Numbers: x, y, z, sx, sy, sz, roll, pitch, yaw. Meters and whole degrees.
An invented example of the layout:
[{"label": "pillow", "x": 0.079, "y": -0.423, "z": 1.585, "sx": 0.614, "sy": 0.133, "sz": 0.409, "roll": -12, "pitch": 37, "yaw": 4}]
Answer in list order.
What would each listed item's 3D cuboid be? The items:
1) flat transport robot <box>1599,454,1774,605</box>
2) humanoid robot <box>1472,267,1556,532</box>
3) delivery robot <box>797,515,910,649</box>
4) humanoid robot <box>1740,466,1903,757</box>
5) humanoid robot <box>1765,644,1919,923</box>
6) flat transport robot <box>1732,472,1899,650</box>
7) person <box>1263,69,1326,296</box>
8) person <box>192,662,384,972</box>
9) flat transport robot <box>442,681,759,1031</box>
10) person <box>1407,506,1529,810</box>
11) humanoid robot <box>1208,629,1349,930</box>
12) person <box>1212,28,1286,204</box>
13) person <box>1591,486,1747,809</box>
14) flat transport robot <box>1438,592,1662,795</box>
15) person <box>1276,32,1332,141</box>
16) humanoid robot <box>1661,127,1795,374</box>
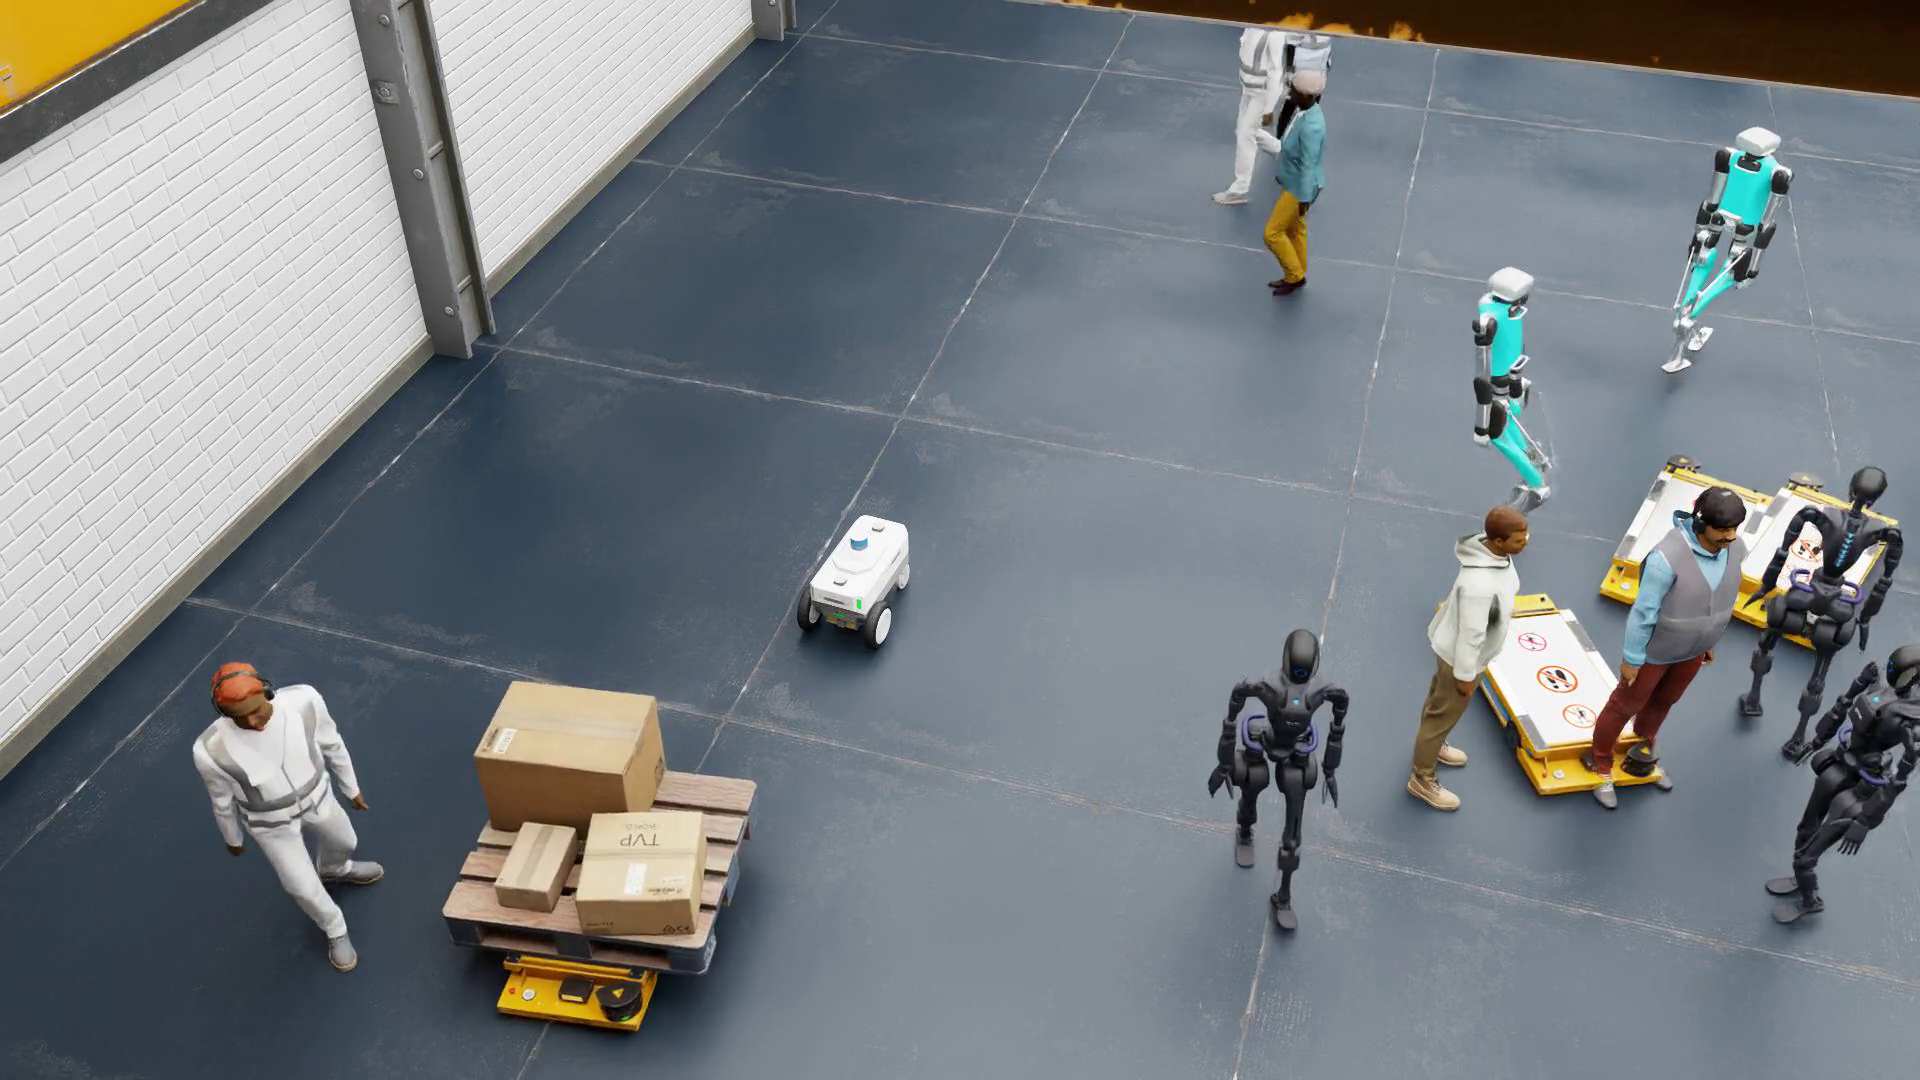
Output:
[{"label": "flat transport robot", "x": 4.399, "y": -0.003, "z": 10.008, "sx": 0.659, "sy": 0.231, "sz": 1.431, "roll": 23, "pitch": 44, "yaw": 25}, {"label": "humanoid robot", "x": 3.277, "y": -0.685, "z": 9.731, "sx": 0.771, "sy": 1.819, "sz": 0.531, "roll": 26, "pitch": 46, "yaw": 29}, {"label": "delivery robot", "x": -0.568, "y": 0.199, "z": 9.522, "sx": 0.499, "sy": 0.586, "sz": 0.772, "roll": 14, "pitch": 41, "yaw": 17}, {"label": "humanoid robot", "x": 4.330, "y": 0.355, "z": 8.443, "sx": 0.601, "sy": 1.639, "sz": 0.438, "roll": 17, "pitch": 42, "yaw": 20}, {"label": "humanoid robot", "x": 3.997, "y": 1.077, "z": 7.535, "sx": 0.405, "sy": 1.644, "sz": 0.589, "roll": -2, "pitch": 39, "yaw": -3}, {"label": "flat transport robot", "x": 5.027, "y": 0.104, "z": 9.874, "sx": 0.659, "sy": 0.231, "sz": 1.431, "roll": 27, "pitch": 46, "yaw": 30}, {"label": "person", "x": 2.416, "y": -2.551, "z": 12.004, "sx": 0.430, "sy": 1.738, "sz": 0.555, "roll": 2, "pitch": 39, "yaw": 3}, {"label": "person", "x": -2.985, "y": 1.136, "z": 7.339, "sx": 0.575, "sy": 1.848, "sz": 0.607, "roll": 31, "pitch": 48, "yaw": 32}, {"label": "flat transport robot", "x": -1.644, "y": 1.661, "z": 7.939, "sx": 0.659, "sy": 0.231, "sz": 1.431, "roll": 6, "pitch": 39, "yaw": 7}, {"label": "person", "x": 2.457, "y": 0.542, "z": 8.134, "sx": 0.364, "sy": 1.766, "sz": 0.531, "roll": 14, "pitch": 41, "yaw": 17}, {"label": "humanoid robot", "x": 1.455, "y": 1.034, "z": 7.607, "sx": 0.600, "sy": 1.631, "sz": 0.676, "roll": 2, "pitch": 39, "yaw": 2}, {"label": "person", "x": 2.427, "y": -3.564, "z": 13.168, "sx": 0.688, "sy": 1.859, "sz": 0.606, "roll": -8, "pitch": 39, "yaw": -10}, {"label": "person", "x": 3.440, "y": 0.500, "z": 8.097, "sx": 0.542, "sy": 1.878, "sz": 0.407, "roll": -13, "pitch": 41, "yaw": -16}, {"label": "flat transport robot", "x": 3.178, "y": 0.780, "z": 9.034, "sx": 0.659, "sy": 0.231, "sz": 1.431, "roll": -5, "pitch": 39, "yaw": -7}, {"label": "person", "x": 2.879, "y": -3.942, "z": 13.777, "sx": 0.543, "sy": 1.685, "sz": 0.332, "roll": -28, "pitch": 47, "yaw": -31}, {"label": "humanoid robot", "x": 5.019, "y": -1.858, "z": 11.139, "sx": 0.930, "sy": 1.751, "sz": 0.554, "roll": -24, "pitch": 45, "yaw": -27}]
